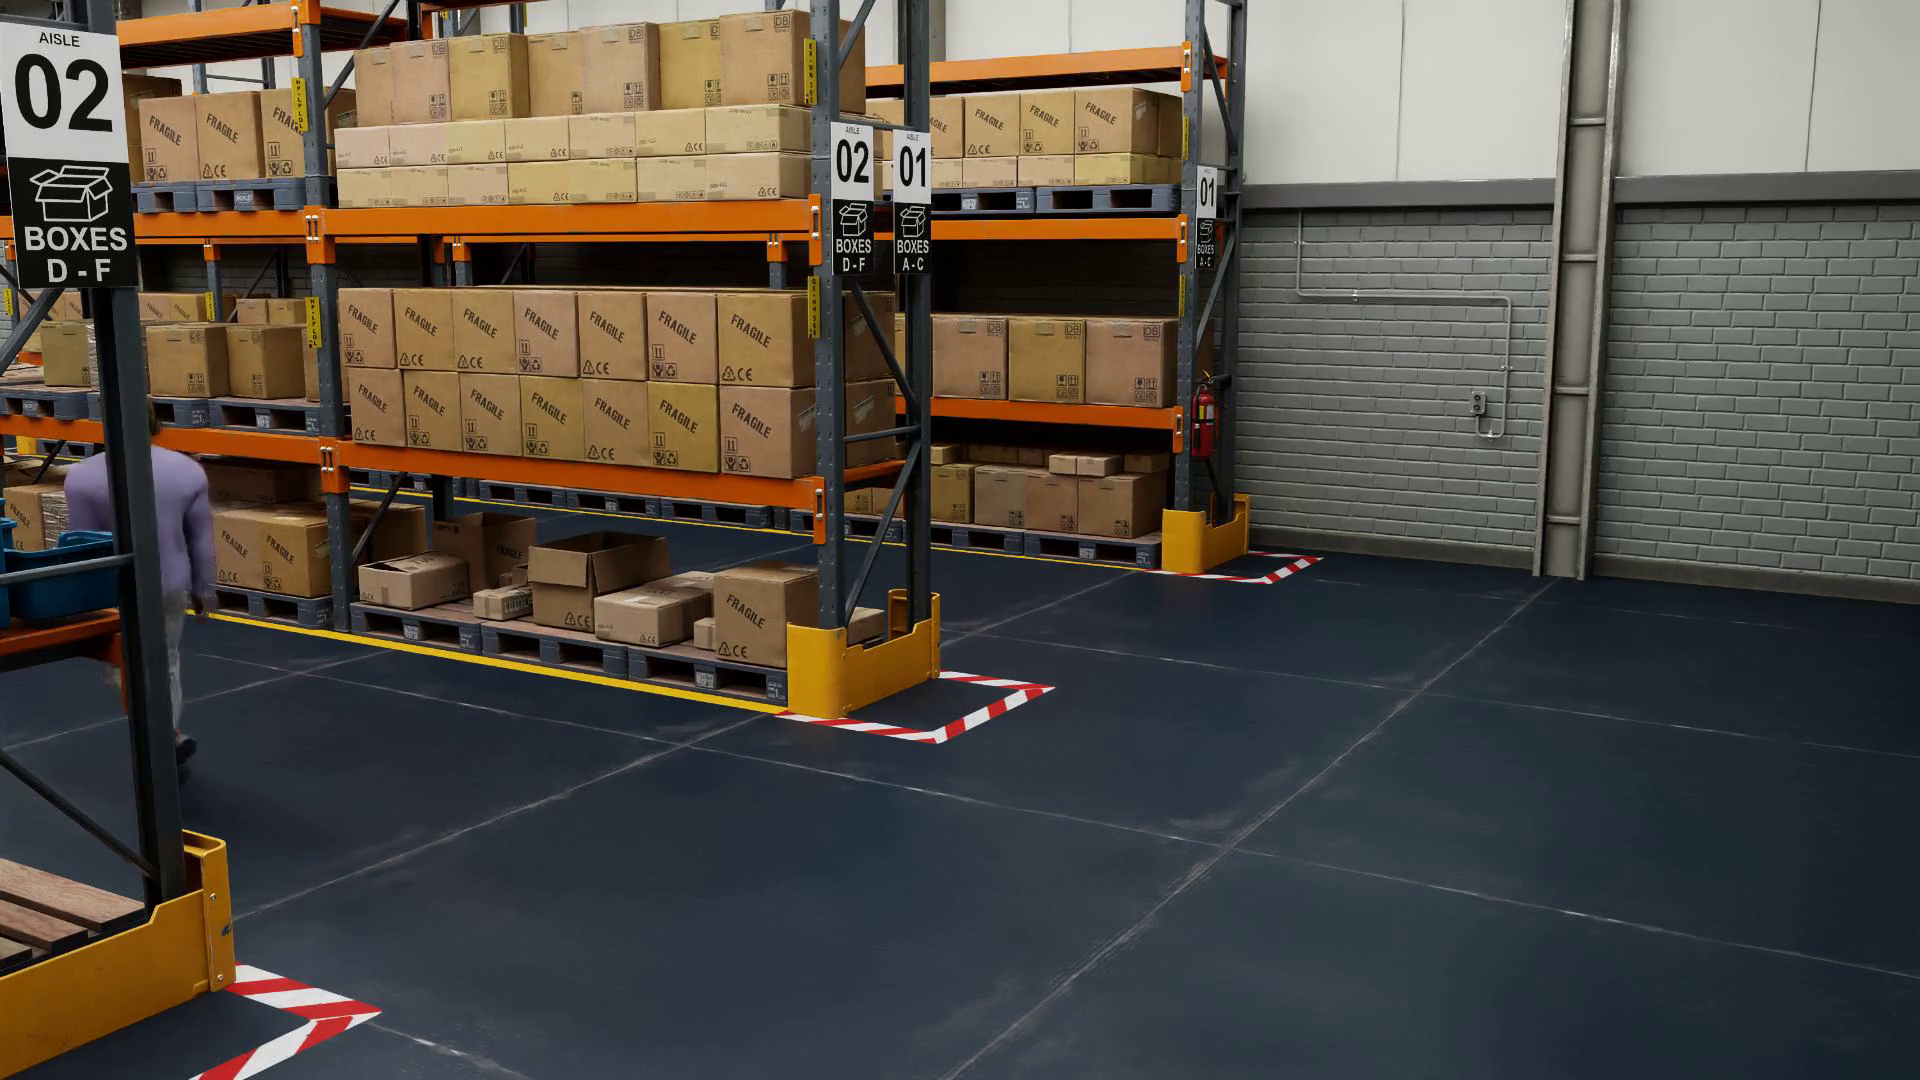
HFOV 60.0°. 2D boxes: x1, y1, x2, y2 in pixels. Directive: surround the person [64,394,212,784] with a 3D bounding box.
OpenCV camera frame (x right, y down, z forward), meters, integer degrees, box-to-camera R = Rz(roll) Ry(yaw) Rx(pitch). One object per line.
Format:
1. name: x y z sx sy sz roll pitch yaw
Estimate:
1. person: -3.811 0.251 7.815 0.670 1.926 0.642 9 13 41
